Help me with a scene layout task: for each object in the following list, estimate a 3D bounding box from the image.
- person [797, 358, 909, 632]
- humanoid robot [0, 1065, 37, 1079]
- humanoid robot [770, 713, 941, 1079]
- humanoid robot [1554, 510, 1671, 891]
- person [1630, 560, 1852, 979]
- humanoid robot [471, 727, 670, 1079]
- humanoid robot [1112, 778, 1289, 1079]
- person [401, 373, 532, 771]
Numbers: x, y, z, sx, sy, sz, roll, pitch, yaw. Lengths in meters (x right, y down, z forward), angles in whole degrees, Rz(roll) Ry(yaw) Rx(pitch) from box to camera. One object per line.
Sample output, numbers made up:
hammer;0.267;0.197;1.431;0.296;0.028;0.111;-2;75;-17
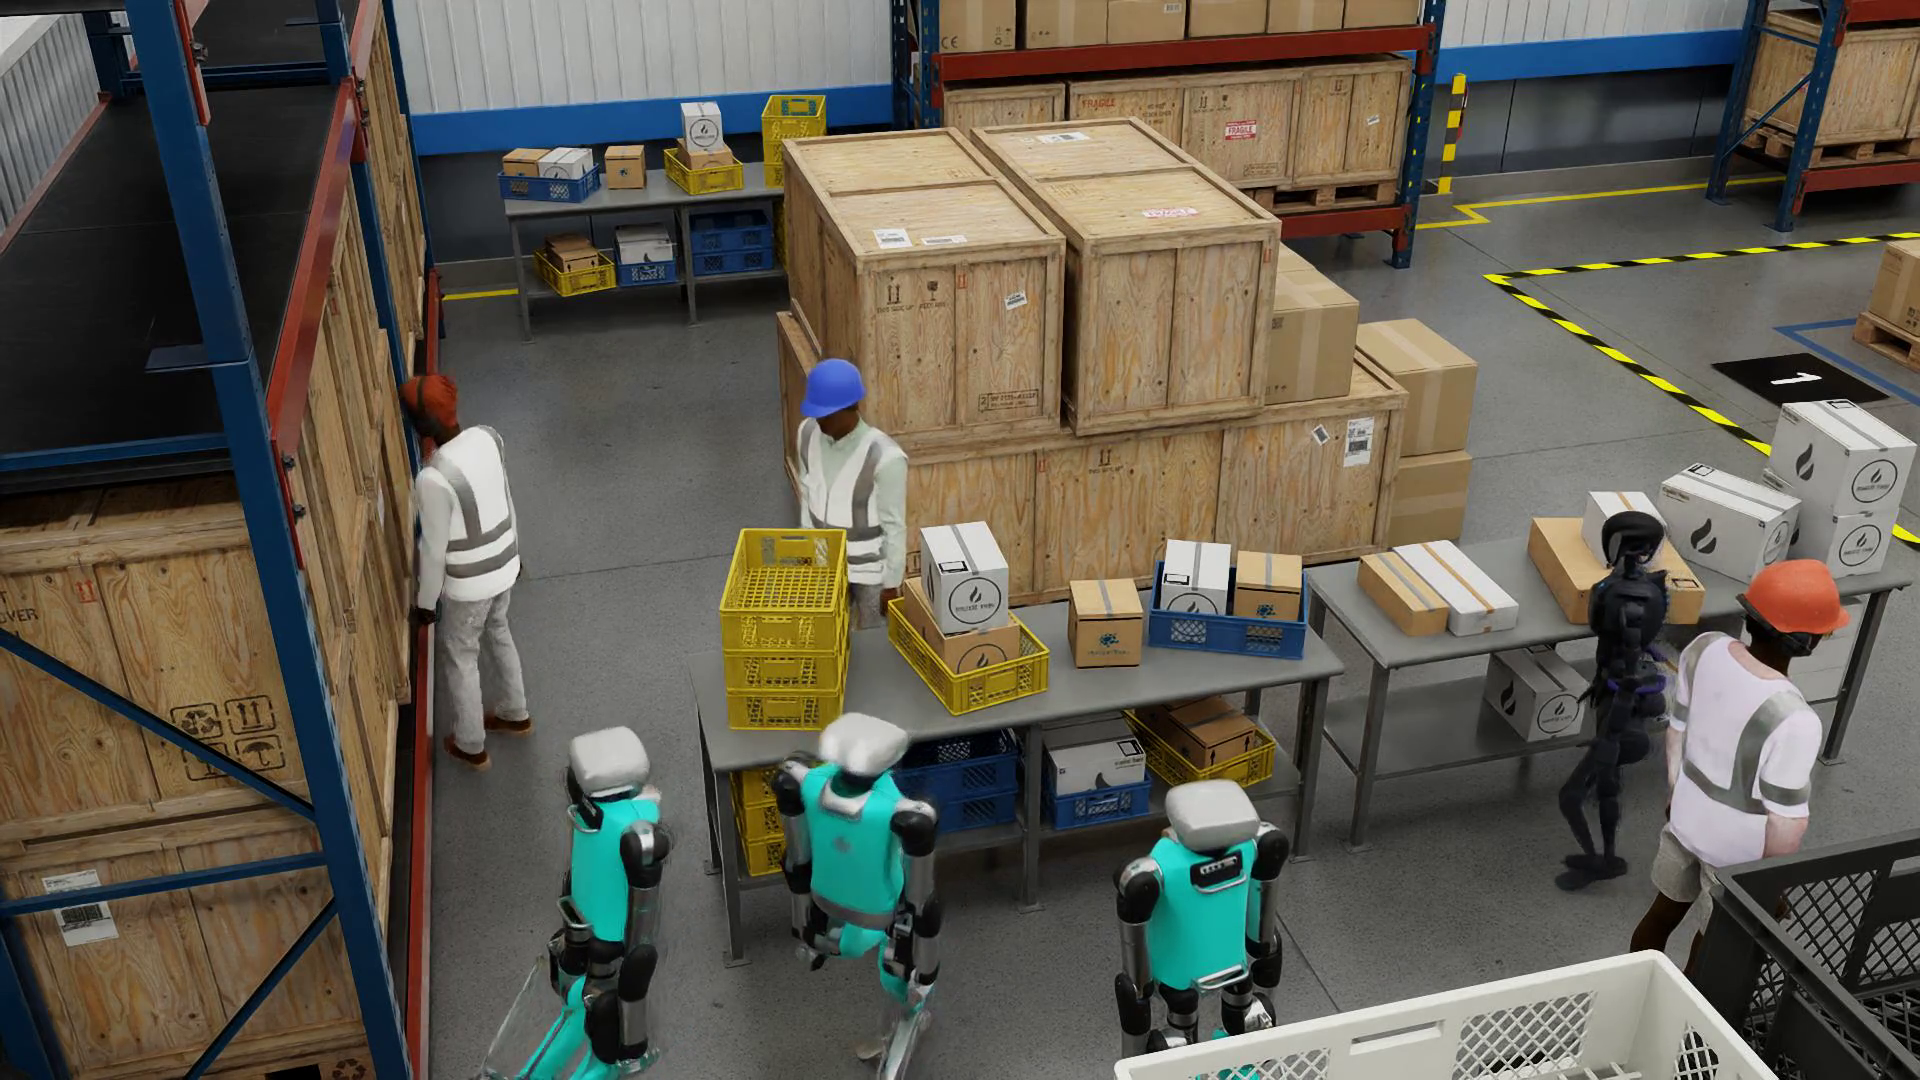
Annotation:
person;-0.476;0.090;7.239;0.606;1.926;0.450;23;36;35
humanoid robot;-2.183;1.928;4.139;0.315;1.659;0.599;7;30;13
humanoid robot;-0.223;1.207;5.415;0.549;1.736;1.037;12;31;21
humanoid robot;2.572;0.640;6.492;0.364;1.642;0.590;6;29;11
person;2.558;0.962;5.534;0.371;2.044;0.606;-7;30;-12
humanoid robot;-1.231;1.457;4.975;0.841;1.791;0.601;-17;33;-28
humanoid robot;0.776;1.533;4.713;0.530;1.690;0.744;-13;31;-22
person;-2.134;0.142;7.199;0.476;1.869;0.601;7;30;13
